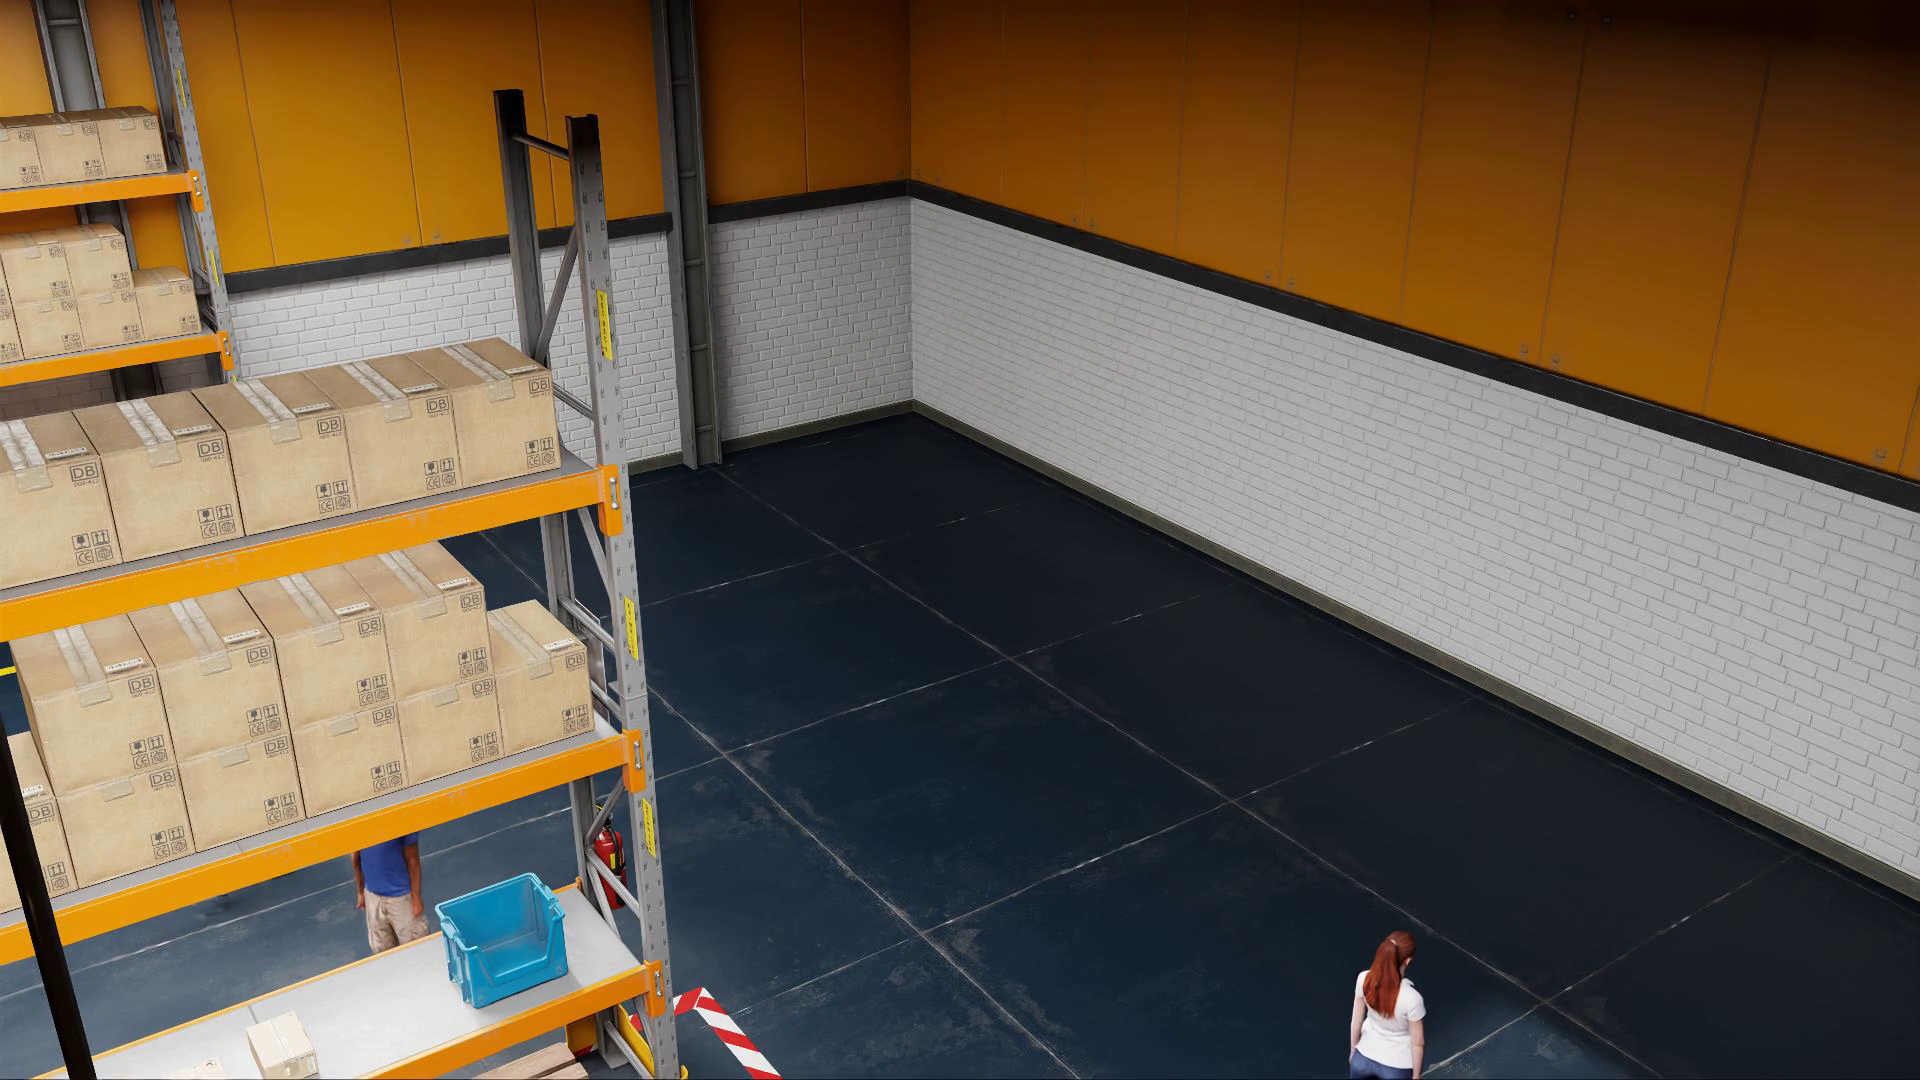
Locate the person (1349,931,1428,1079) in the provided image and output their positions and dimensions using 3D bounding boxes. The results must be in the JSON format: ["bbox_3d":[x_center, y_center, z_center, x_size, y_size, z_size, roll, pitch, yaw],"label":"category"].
[{"bbox_3d":[2.352,2.920,9.262,0.630,1.739,0.617,18,29,35],"label":"person"}]
